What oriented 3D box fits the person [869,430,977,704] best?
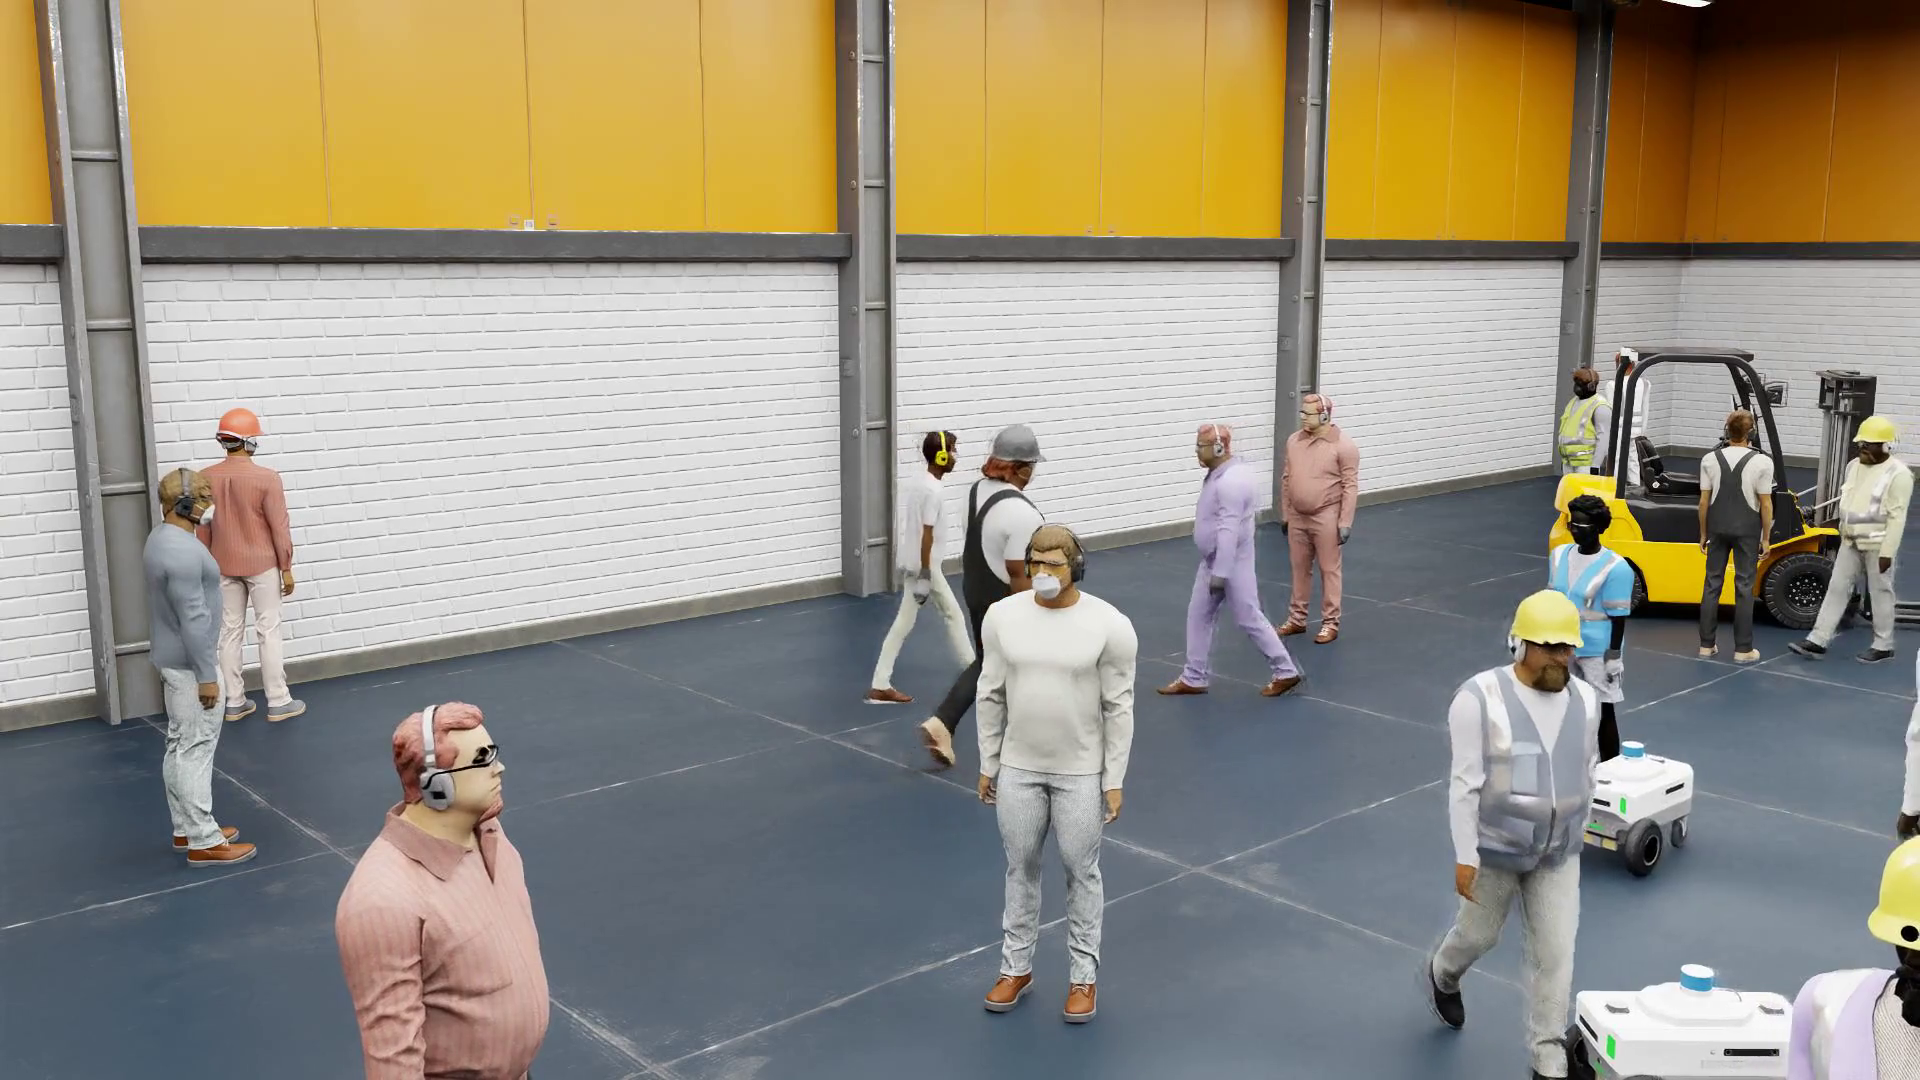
[{"bbox_3d":[-0.167,0.185,10.954,0.988,1.801,0.541,-4,10,-20],"label":"person"}]

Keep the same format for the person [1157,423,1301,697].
[{"bbox_3d":[1.837,0.141,11.057,0.924,1.861,0.627,-1,10,-8],"label":"person"}]

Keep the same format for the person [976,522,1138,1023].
[{"bbox_3d":[0.358,0.890,6.429,0.631,1.940,0.372,3,10,19],"label":"person"}]

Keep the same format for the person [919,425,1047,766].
[{"bbox_3d":[0.238,0.331,9.399,0.823,2.000,0.700,-6,11,-30],"label":"person"}]

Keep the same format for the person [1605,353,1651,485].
[{"bbox_3d":[7.451,-1.179,18.691,0.573,1.887,0.355,-3,10,-17],"label":"person"}]

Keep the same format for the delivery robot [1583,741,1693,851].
[{"bbox_3d":[3.294,1.235,8.177,0.707,0.478,0.477,-8,13,-39],"label":"delivery robot"}]

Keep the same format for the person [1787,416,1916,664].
[{"bbox_3d":[6.448,0.018,11.924,0.679,1.811,0.619,-2,10,-13],"label":"person"}]

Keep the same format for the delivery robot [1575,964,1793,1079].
[{"bbox_3d":[2.468,1.675,5.602,0.707,0.478,0.477,0,10,1],"label":"delivery robot"}]

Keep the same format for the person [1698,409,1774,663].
[{"bbox_3d":[5.618,-0.027,12.073,0.508,1.845,0.345,8,13,40],"label":"person"}]

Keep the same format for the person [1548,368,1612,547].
[{"bbox_3d":[6.148,-0.778,16.475,0.429,1.845,0.621,-2,10,-12],"label":"person"}]

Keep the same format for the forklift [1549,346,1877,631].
[{"bbox_3d":[6.109,-0.478,13.691,2.313,2.155,1.214,3,10,16],"label":"forklift"}]

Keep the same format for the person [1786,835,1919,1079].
[{"bbox_3d":[1.773,1.463,3.099,0.370,1.928,0.585,-8,12,-38],"label":"person"}]

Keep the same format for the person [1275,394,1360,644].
[{"bbox_3d":[2.707,-0.165,12.708,0.399,1.905,0.643,-9,13,-42],"label":"person"}]

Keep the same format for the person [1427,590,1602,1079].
[{"bbox_3d":[1.981,1.042,5.948,0.586,1.809,0.835,-1,10,-8],"label":"person"}]

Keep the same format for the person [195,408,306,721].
[{"bbox_3d":[-4.499,0.163,10.519,0.608,1.995,0.377,1,10,6],"label":"person"}]

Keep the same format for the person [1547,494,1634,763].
[{"bbox_3d":[3.368,0.587,8.954,0.324,1.691,0.537,-4,11,-24],"label":"person"}]

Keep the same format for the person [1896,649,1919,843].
[{"bbox_3d":[3.717,0.997,6.006,0.516,1.875,0.577,-2,10,-11],"label":"person"}]

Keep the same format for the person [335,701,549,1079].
[{"bbox_3d":[-1.183,1.322,3.979,0.409,1.913,0.650,1,10,6],"label":"person"}]

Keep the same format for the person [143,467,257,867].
[{"bbox_3d":[-3.719,0.611,8.068,0.372,1.939,0.631,-7,12,-35],"label":"person"}]
